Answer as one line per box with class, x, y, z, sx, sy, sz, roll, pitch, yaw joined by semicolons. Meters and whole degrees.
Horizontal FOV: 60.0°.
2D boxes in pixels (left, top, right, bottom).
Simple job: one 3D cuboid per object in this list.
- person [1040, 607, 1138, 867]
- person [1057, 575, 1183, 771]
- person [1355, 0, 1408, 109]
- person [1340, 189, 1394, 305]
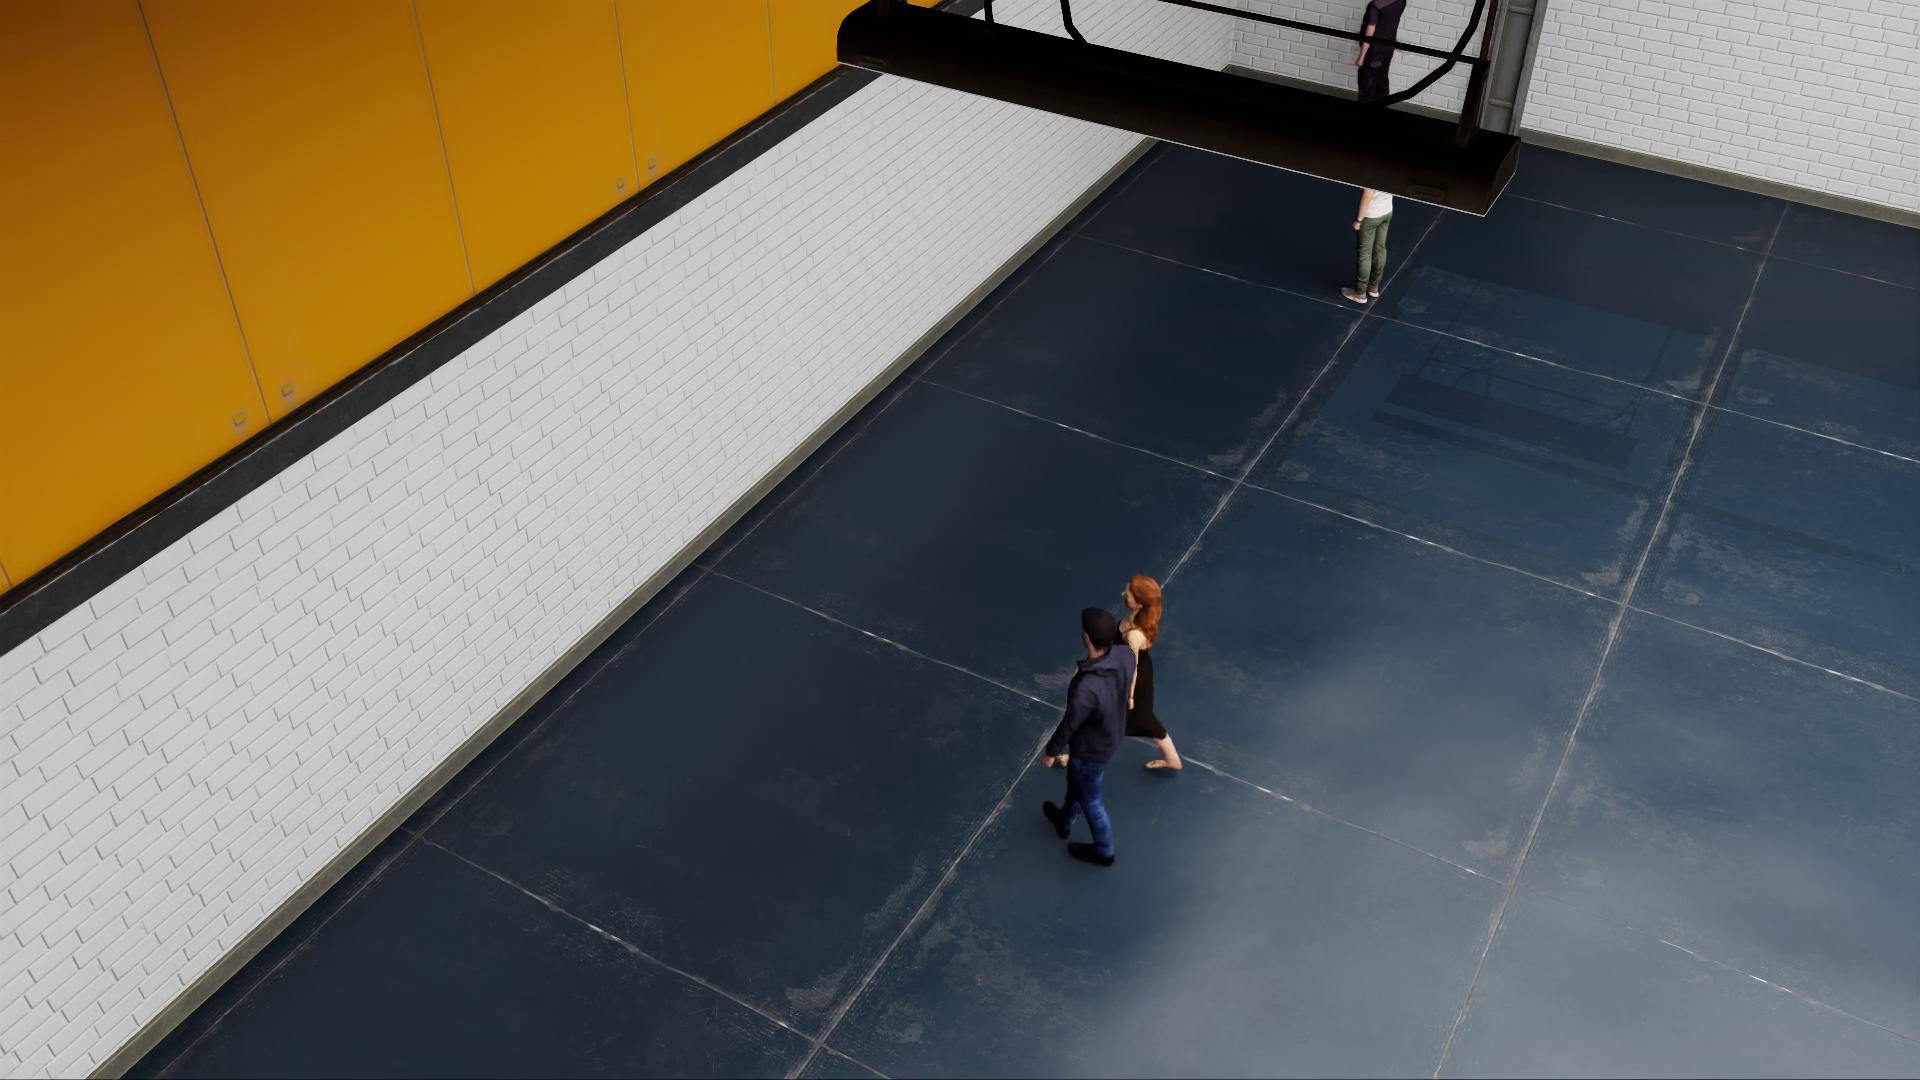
person;0.841;1.204;9.653;0.828;1.857;0.739;20;43;23
person;1.142;0.879;10.275;1.074;1.587;0.720;11;40;13
person;4.431;-5.178;17.653;0.794;1.845;0.719;-28;47;-31
person;3.743;-2.929;14.990;0.643;1.654;0.657;-23;44;-26
